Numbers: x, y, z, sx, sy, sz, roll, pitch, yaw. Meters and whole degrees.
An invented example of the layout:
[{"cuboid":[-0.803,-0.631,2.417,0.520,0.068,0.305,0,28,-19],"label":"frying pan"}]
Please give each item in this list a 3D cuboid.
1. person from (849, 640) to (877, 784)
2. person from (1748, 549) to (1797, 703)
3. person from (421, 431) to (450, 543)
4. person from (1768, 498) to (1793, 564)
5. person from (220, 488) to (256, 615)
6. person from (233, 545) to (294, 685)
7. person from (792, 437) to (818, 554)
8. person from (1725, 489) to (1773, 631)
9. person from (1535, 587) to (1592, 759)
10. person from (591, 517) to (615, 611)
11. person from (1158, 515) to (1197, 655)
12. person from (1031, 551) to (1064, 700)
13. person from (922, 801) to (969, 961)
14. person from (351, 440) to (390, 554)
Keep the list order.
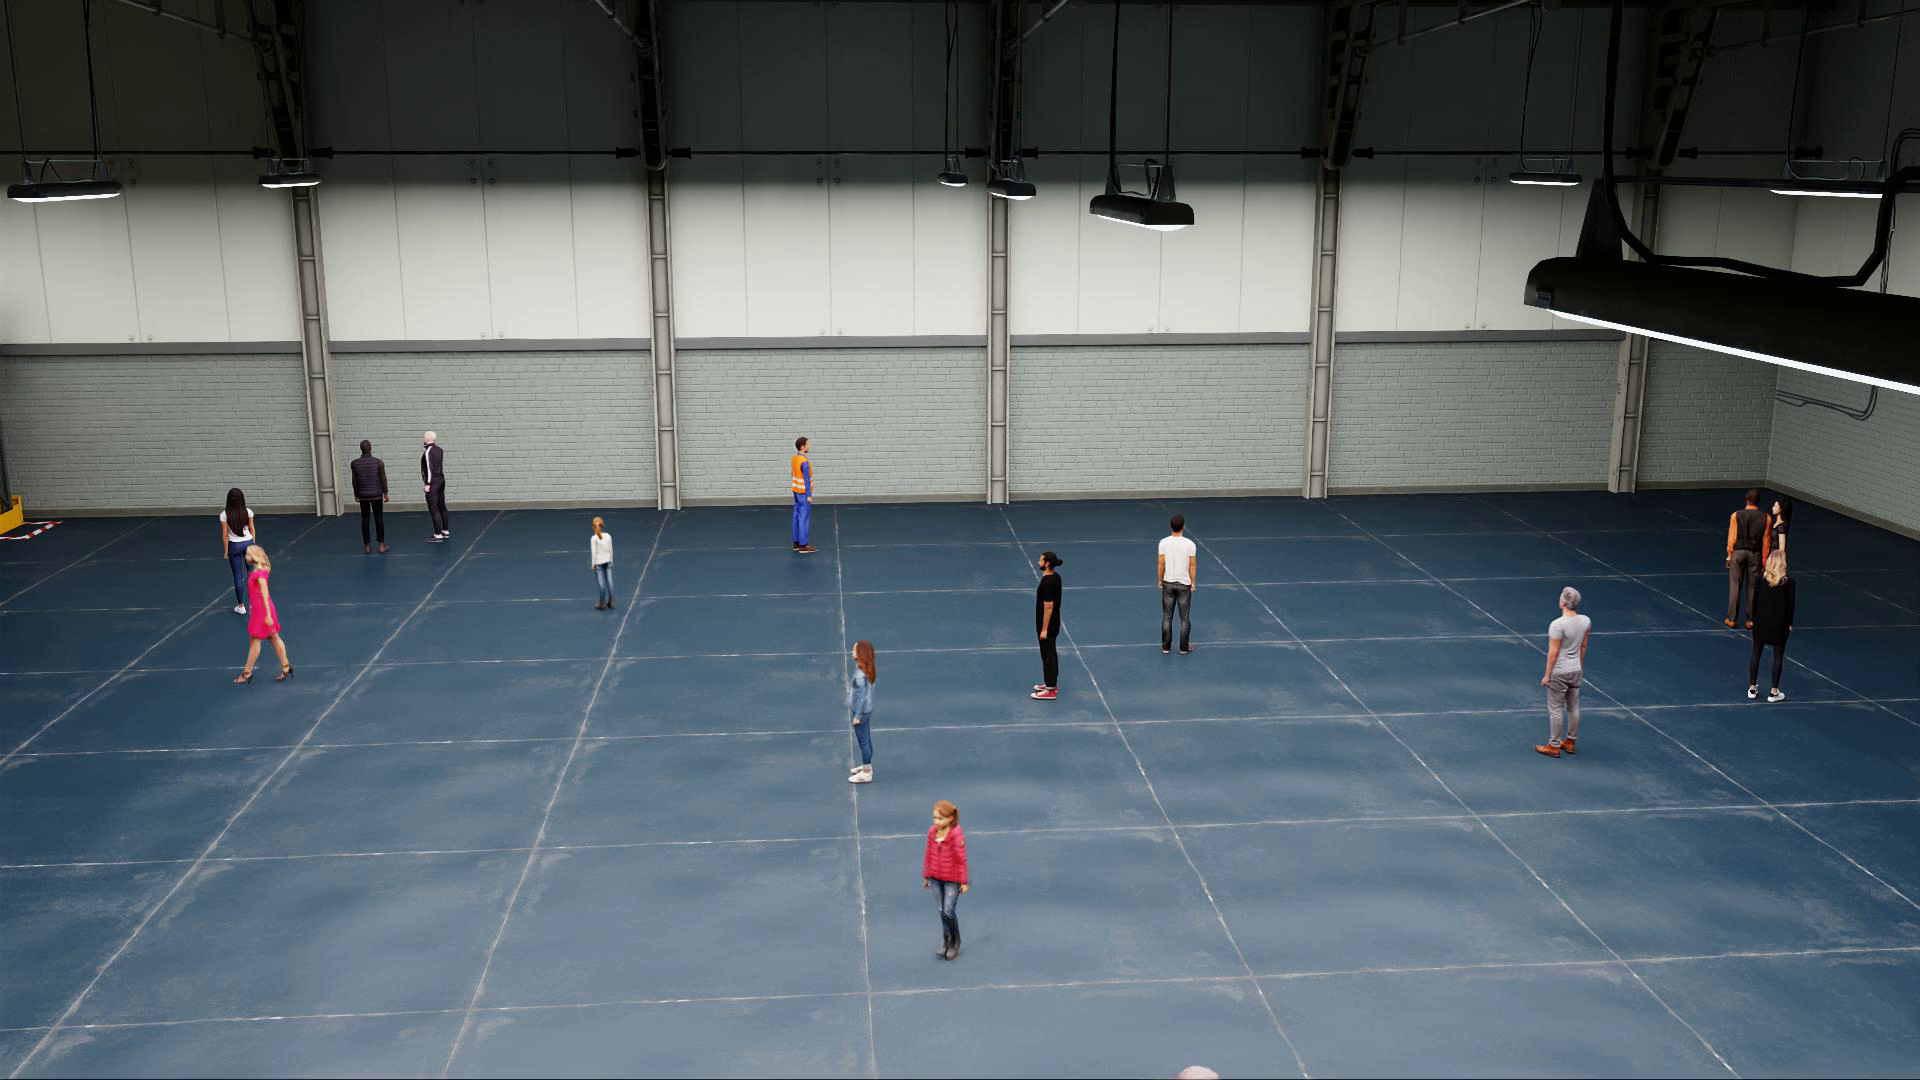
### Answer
[{"cuboid":[-0.990,1.735,16.987,0.546,1.477,0.591,1,13,4],"label":"person"},{"cuboid":[9.498,0.990,19.485,0.671,1.801,0.729,11,17,39],"label":"person"},{"cuboid":[-8.701,-0.902,27.578,0.656,1.836,0.724,2,13,8],"label":"person"},{"cuboid":[11.009,0.314,22.425,0.607,1.791,0.662,4,13,15],"label":"person"},{"cuboid":[-10.029,0.140,23.216,0.611,1.775,0.725,-9,16,-33],"label":"person"},{"cuboid":[-8.331,0.891,20.132,0.990,1.702,0.787,-6,14,-25],"label":"person"},{"cuboid":[-2.545,-0.744,26.837,0.757,1.863,0.782,-7,15,-28],"label":"person"},{"cuboid":[10.625,0.249,22.447,0.719,1.908,0.850,5,14,22],"label":"person"},{"cuboid":[6.432,1.395,17.667,0.650,1.832,0.824,-7,15,-27],"label":"person"},{"cuboid":[-5.035,0.327,23.428,0.520,1.313,0.602,-11,17,-38],"label":"person"},{"cuboid":[2.776,0.559,21.341,0.613,1.804,0.764,4,14,17],"label":"person"},{"cuboid":[1.045,0.989,19.585,0.659,1.759,0.685,2,13,10],"label":"person"},{"cuboid":[-0.070,2.683,13.262,0.612,1.310,0.681,9,16,35],"label":"person"},{"cuboid":[-9.483,-0.709,26.746,0.508,1.836,0.754,-2,13,-8],"label":"person"}]
